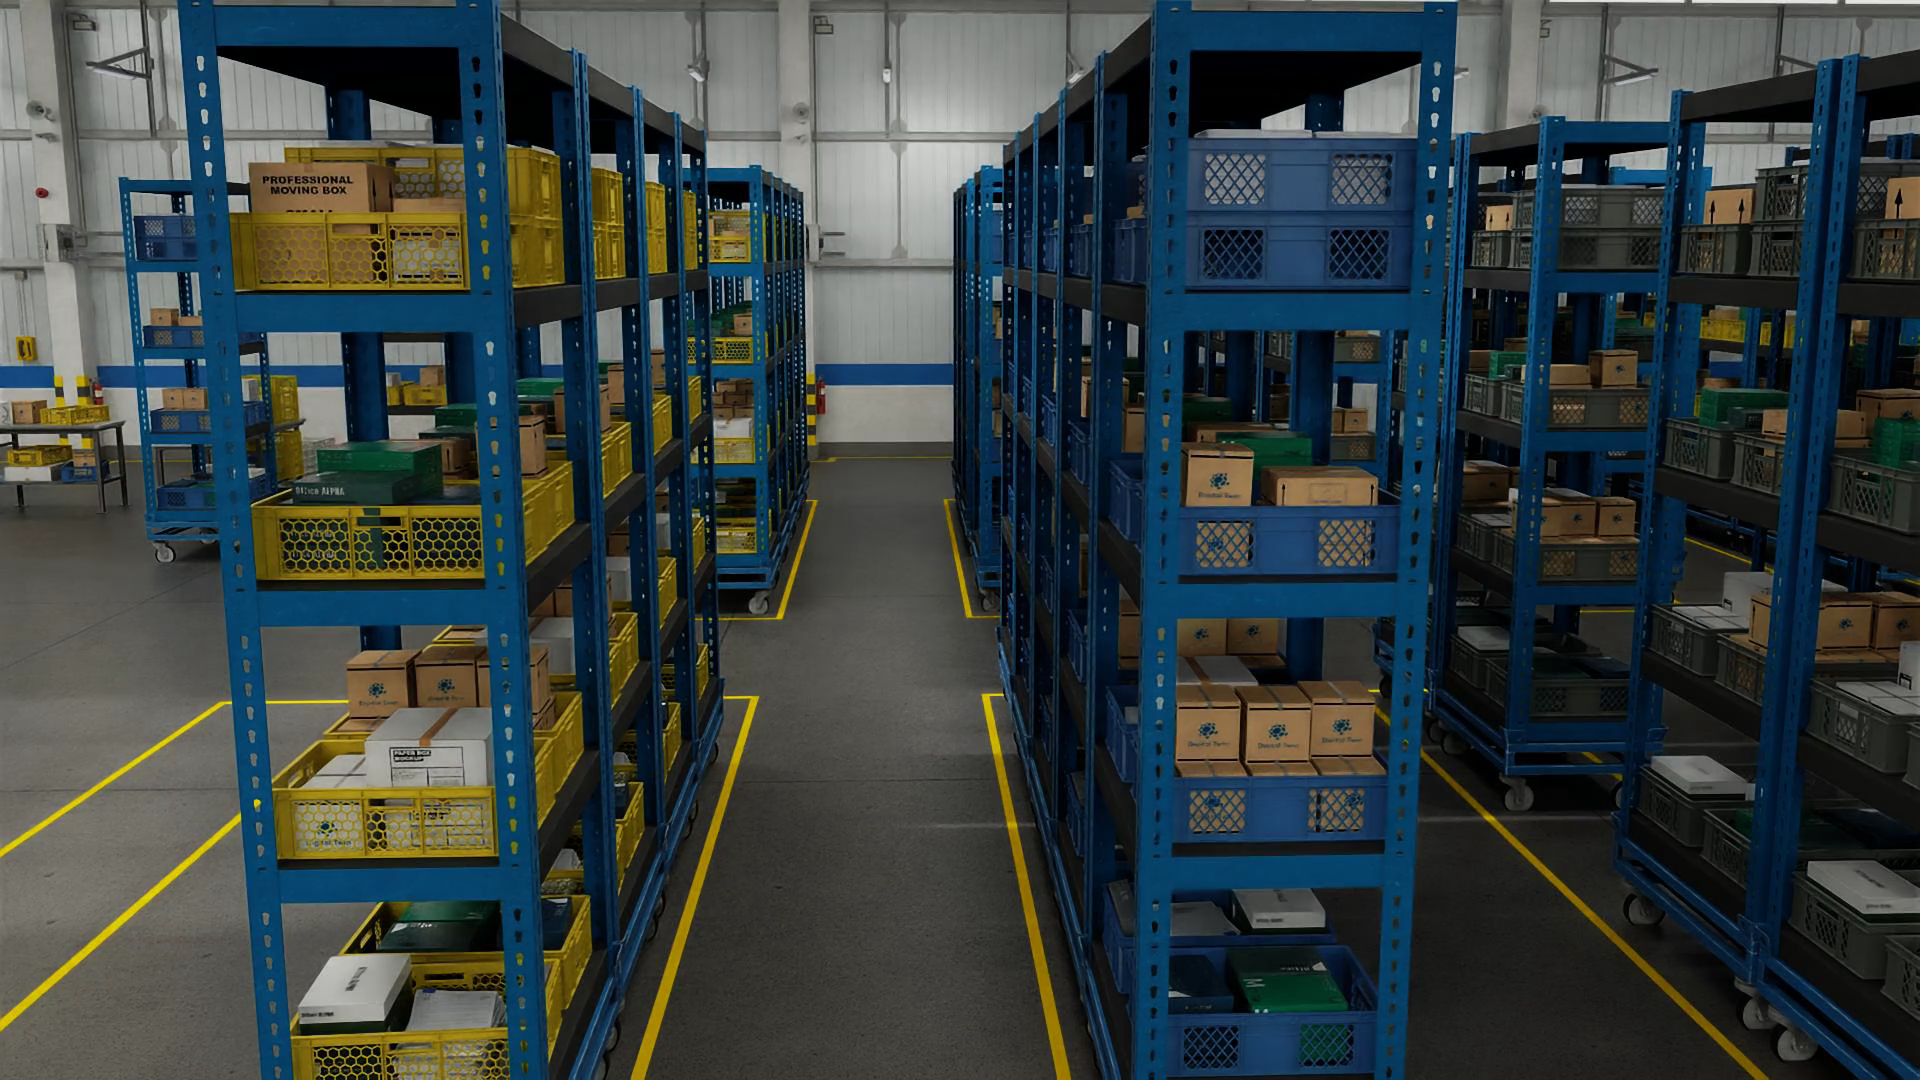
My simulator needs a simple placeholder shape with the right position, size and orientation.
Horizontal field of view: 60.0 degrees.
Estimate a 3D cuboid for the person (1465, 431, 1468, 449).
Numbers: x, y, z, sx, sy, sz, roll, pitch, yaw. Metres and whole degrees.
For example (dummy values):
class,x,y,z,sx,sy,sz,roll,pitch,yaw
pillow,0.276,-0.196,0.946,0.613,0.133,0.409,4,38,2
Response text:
class,x,y,z,sx,sy,sz,roll,pitch,yaw
person,6.442,-1.719,21.677,0.954,1.809,0.569,-1,10,-3
